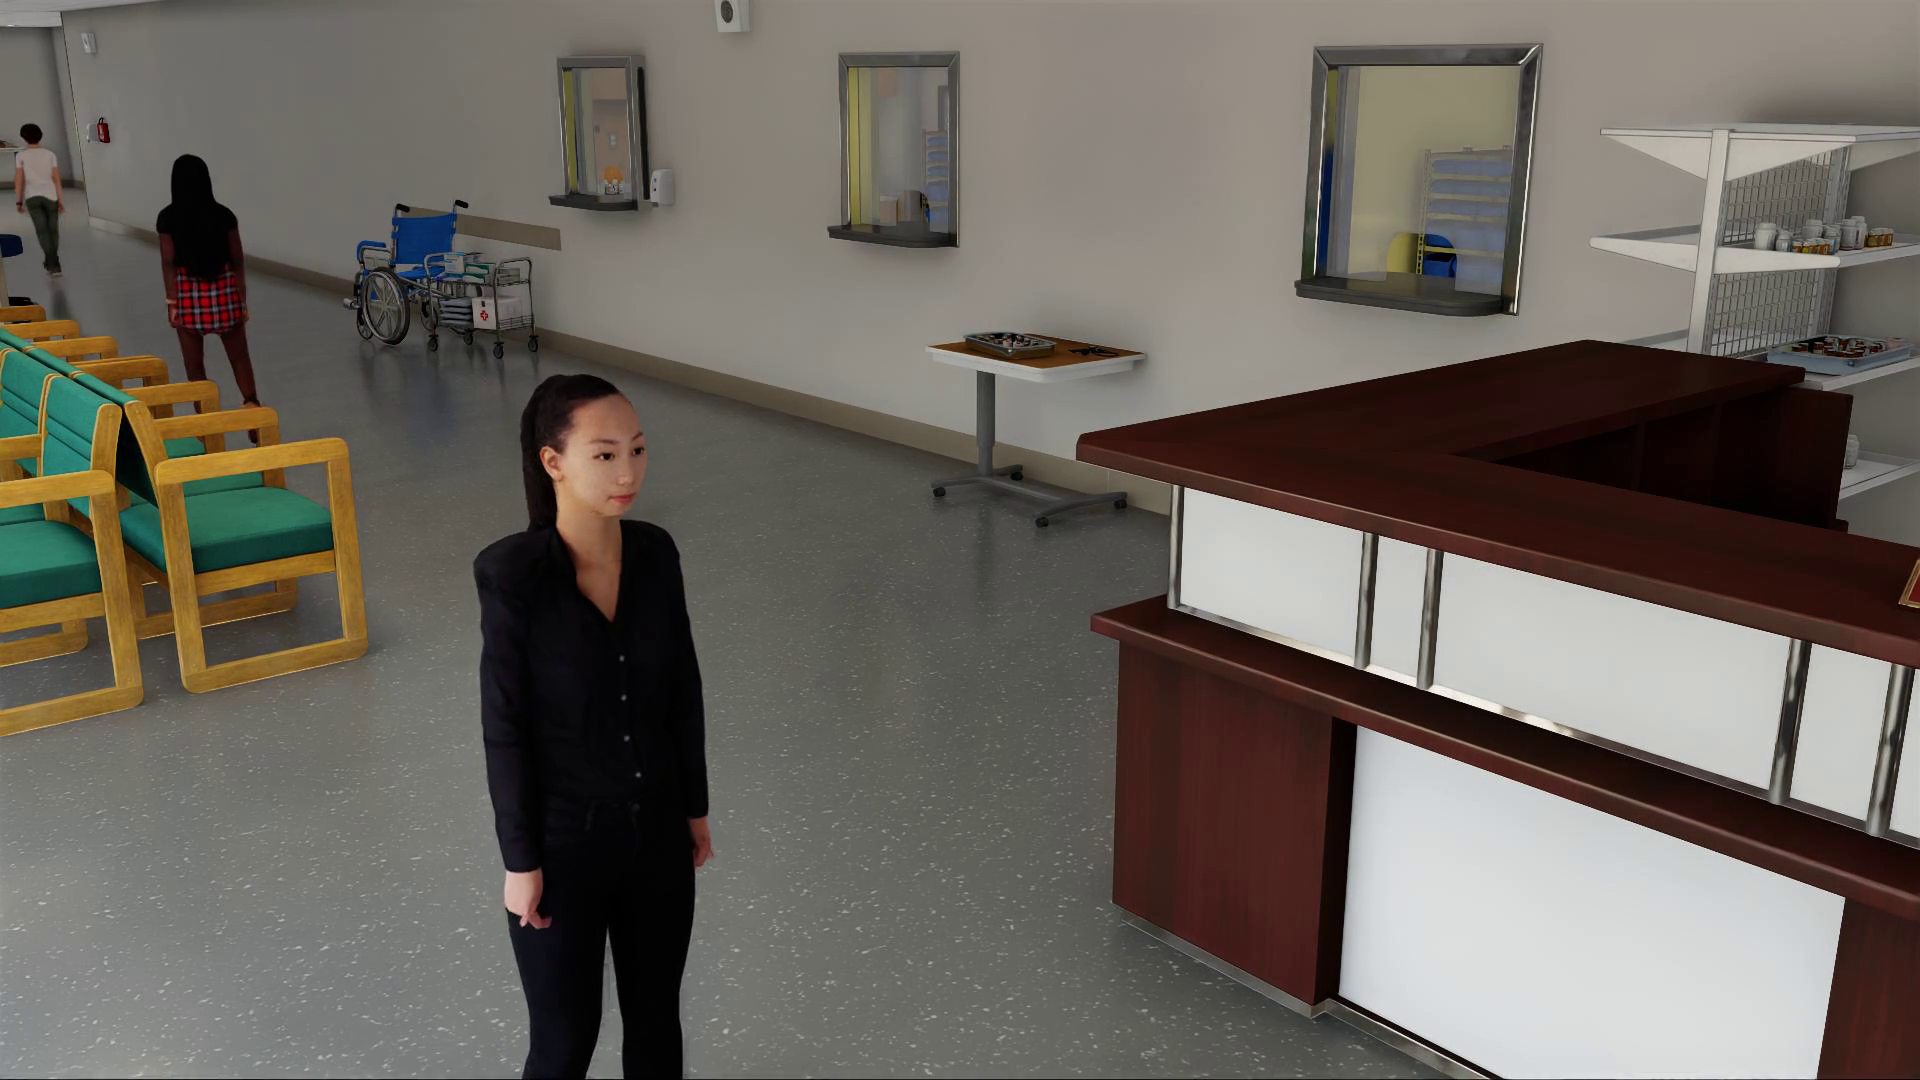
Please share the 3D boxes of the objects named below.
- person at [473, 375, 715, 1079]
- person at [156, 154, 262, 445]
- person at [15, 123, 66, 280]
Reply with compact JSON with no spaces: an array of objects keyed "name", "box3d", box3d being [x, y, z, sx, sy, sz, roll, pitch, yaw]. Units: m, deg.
[{"name":"person","box3d":[-0.639,0.548,2.924,0.439,1.713,0.646,-15,21,-42]},{"name":"person","box3d":[-4.338,-1.343,9.635,0.948,1.710,0.703,-11,19,-34]},{"name":"person","box3d":[-9.737,-3.553,17.664,1.088,1.609,0.691,-11,19,-35]}]
